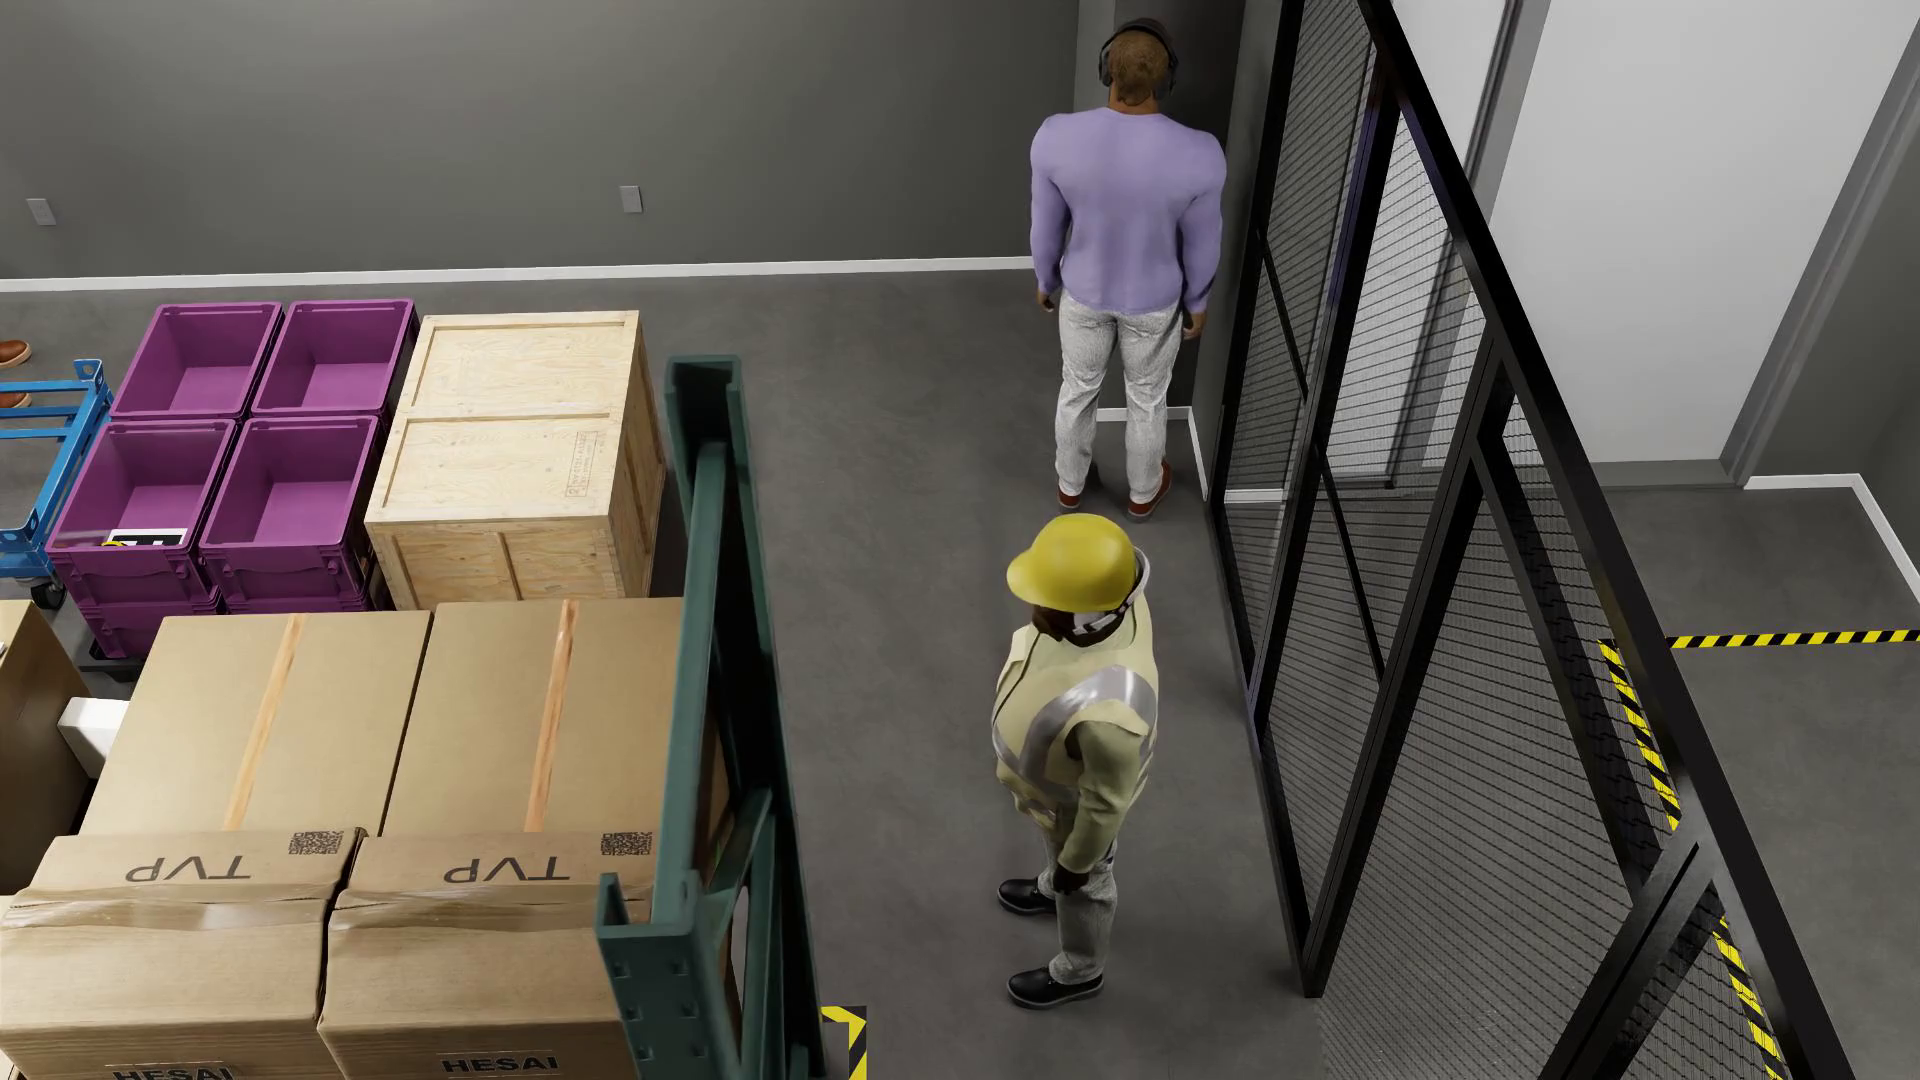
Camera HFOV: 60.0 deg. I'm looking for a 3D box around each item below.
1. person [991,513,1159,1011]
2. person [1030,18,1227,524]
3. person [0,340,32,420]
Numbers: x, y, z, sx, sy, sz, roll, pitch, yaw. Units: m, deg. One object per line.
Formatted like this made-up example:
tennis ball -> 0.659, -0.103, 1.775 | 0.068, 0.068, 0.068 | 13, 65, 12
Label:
person -> 0.280, 0.590, 4.267 | 0.403, 1.830, 0.588 | -1, 46, -1
person -> 0.536, -0.836, 5.554 | 0.627, 1.940, 0.370 | 10, 47, 10
person -> -3.887, -1.308, 5.967 | 0.393, 1.992, 0.622 | -14, 48, -13
